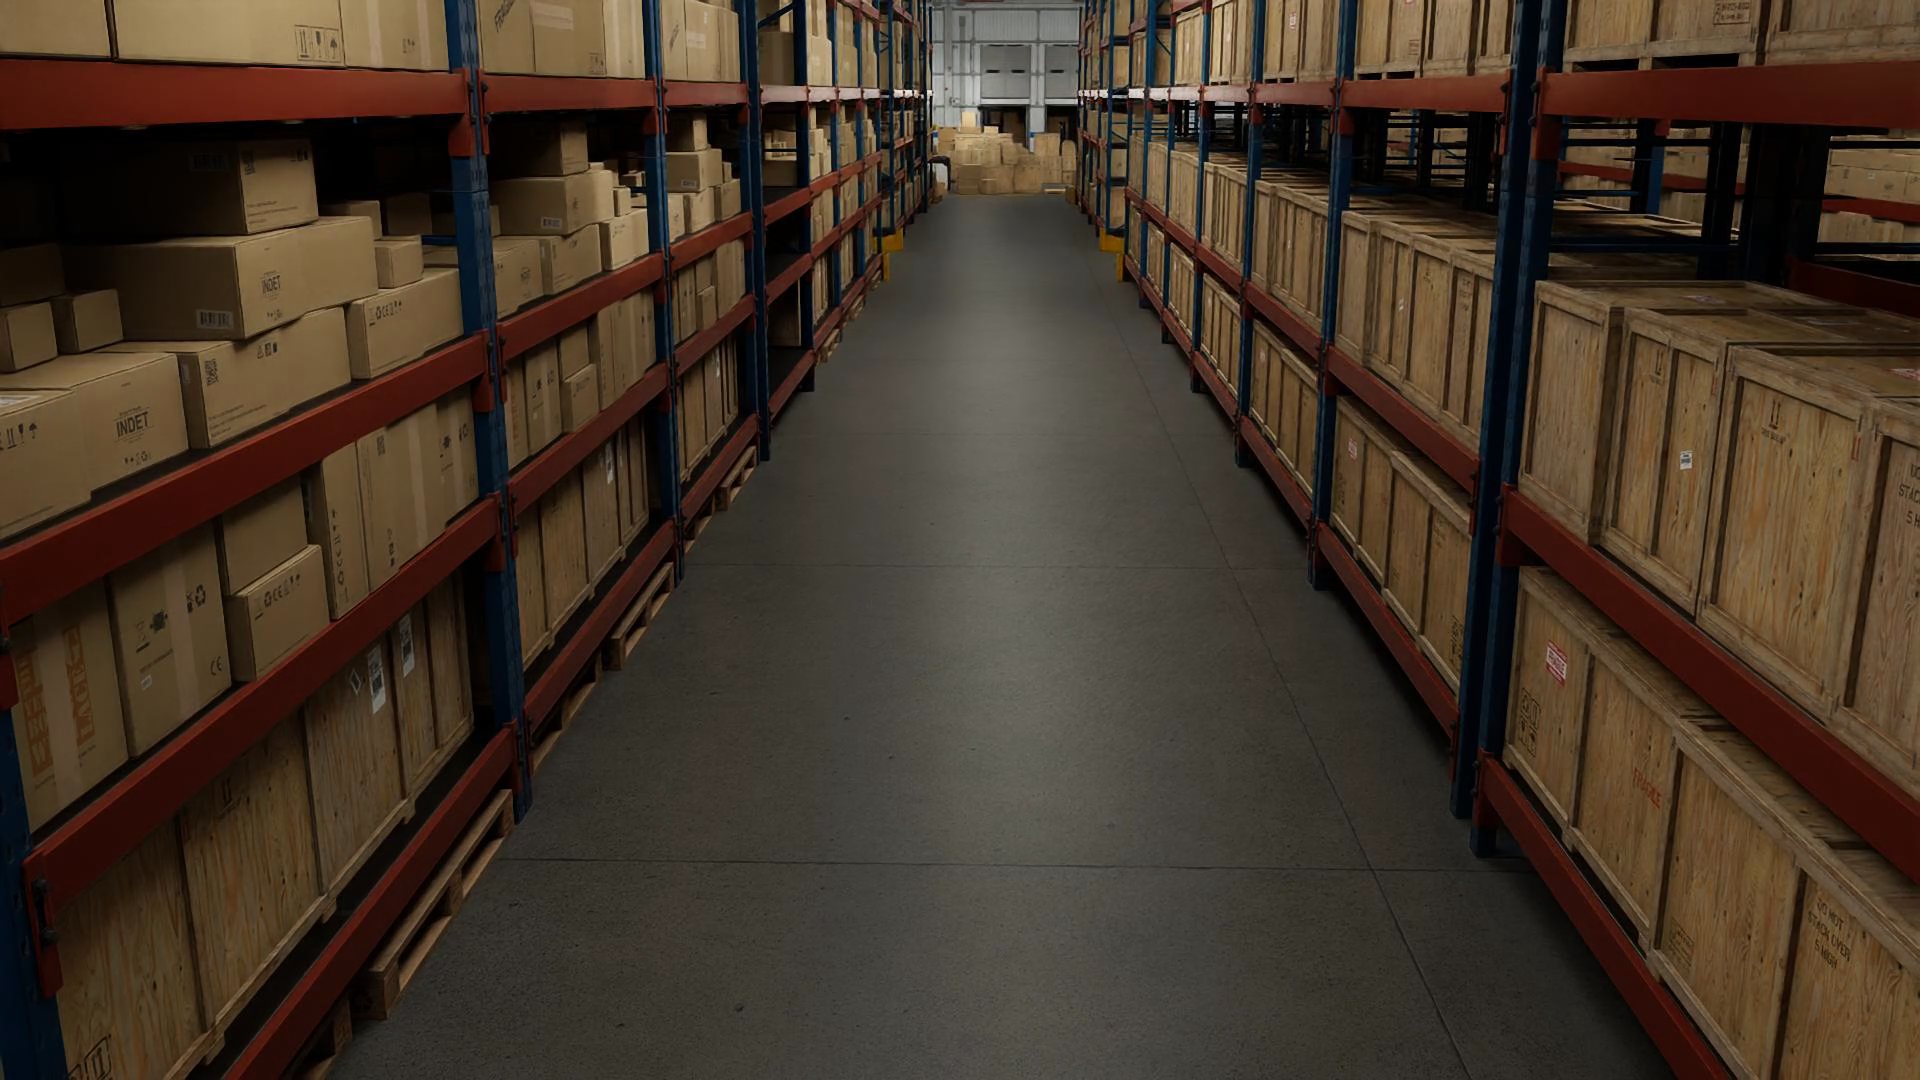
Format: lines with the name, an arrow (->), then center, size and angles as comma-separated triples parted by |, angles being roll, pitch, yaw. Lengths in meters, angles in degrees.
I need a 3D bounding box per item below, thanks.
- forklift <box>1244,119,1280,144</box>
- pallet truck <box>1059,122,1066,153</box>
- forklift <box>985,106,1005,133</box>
forklift -> 7.722, -9.401, 42.770 | 1.129, 2.768, 1.873 | 0, 15, 2
pallet truck -> 5.788, -21.111, 88.014 | 1.885, 1.965, 0.823 | 5, 16, 18
forklift -> 1.774, -20.571, 84.329 | 1.129, 2.768, 1.873 | -7, 17, -24
